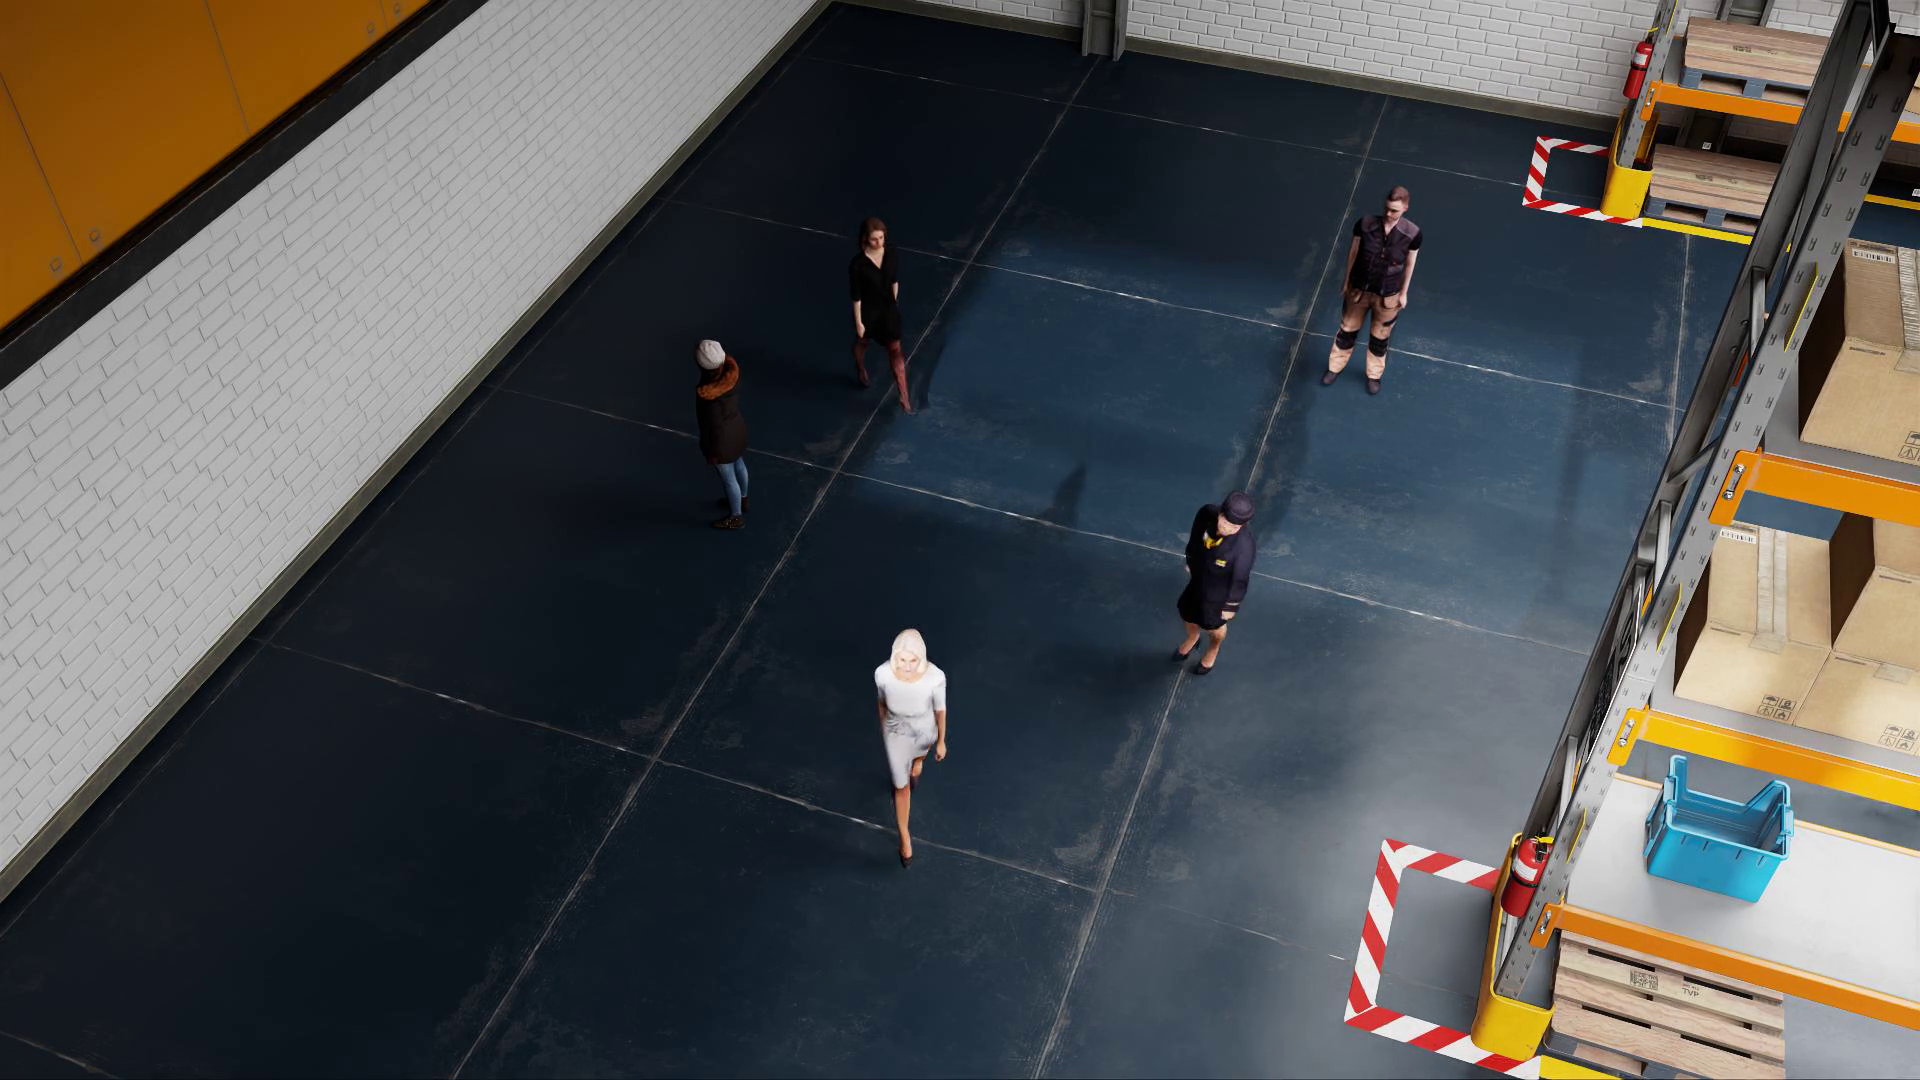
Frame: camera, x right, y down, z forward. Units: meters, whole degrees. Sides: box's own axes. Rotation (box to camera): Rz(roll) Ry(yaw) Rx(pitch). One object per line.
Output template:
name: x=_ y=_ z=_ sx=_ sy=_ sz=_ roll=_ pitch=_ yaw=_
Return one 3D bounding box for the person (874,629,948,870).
person: x=-0.286 y=1.065 z=9.863 sx=1.084 sy=1.699 sz=0.886 roll=1 pitch=44 yaw=1

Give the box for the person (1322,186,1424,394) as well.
person: x=3.240 y=-1.982 z=12.957 sx=0.503 sy=1.841 sz=0.730 roll=14 pitch=45 yaw=14

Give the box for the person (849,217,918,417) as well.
person: x=-0.708 y=-1.805 z=12.897 sx=1.011 sy=1.668 sz=1.114 roll=-22 pitch=48 yaw=-21

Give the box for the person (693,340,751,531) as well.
person: x=-1.671 y=-0.755 z=11.819 sx=0.623 sy=1.636 sz=0.648 roll=9 pitch=44 yaw=10

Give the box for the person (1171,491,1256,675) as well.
person: x=1.657 y=0.268 z=10.734 sx=0.894 sy=1.652 sz=0.785 roll=-17 pitch=46 yaw=-17
